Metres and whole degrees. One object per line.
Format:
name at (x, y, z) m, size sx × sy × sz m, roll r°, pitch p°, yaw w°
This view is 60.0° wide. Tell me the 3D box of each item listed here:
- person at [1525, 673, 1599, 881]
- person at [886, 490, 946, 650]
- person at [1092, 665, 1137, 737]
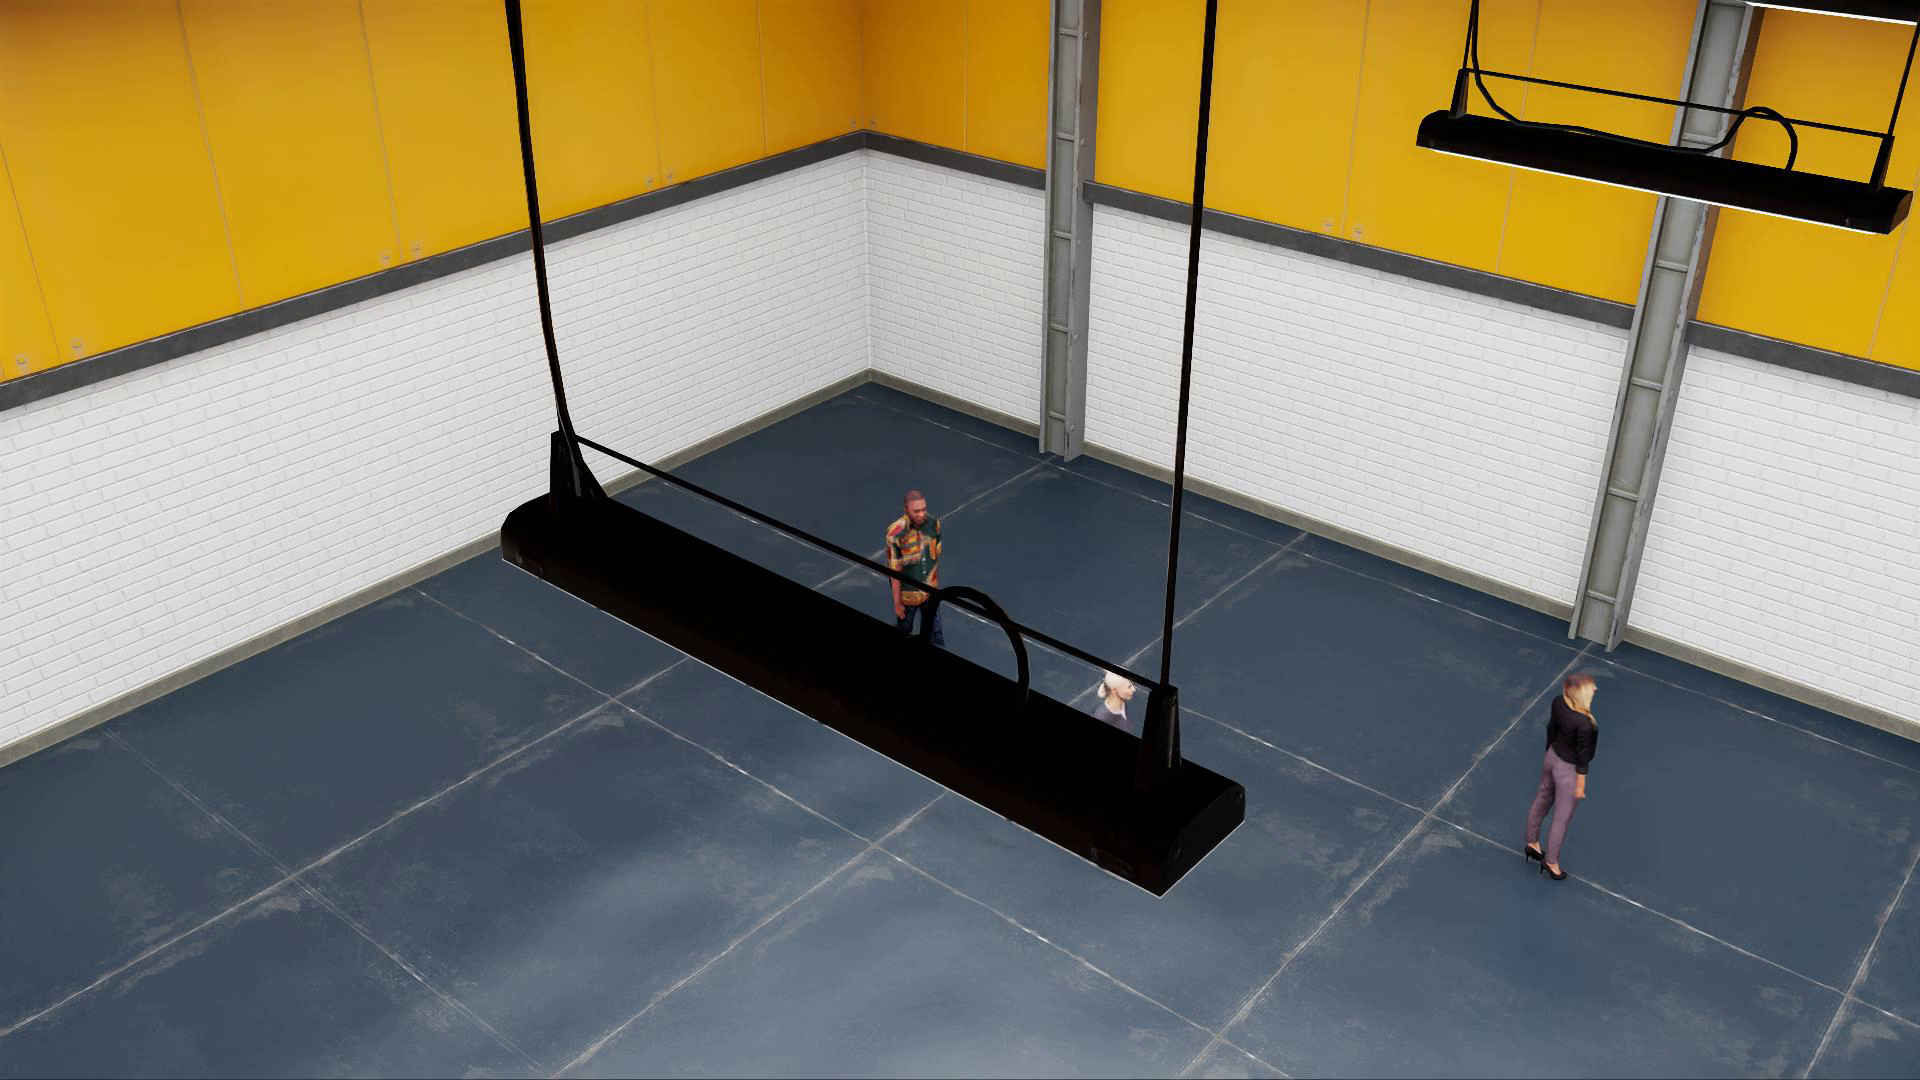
person at (4.254, 1.653, 11.772) m, size 0.740 × 1.672 × 0.653 m, roll -6°, pitch 29°, yaw -11°
person at (-0.423, 0.363, 14.039) m, size 0.968 × 1.765 × 1.228 m, roll -15°, pitch 32°, yaw -25°
person at (0.969, 1.611, 11.826) m, size 1.087 × 1.694 × 0.817 m, roll 13°, pitch 31°, yaw 22°
